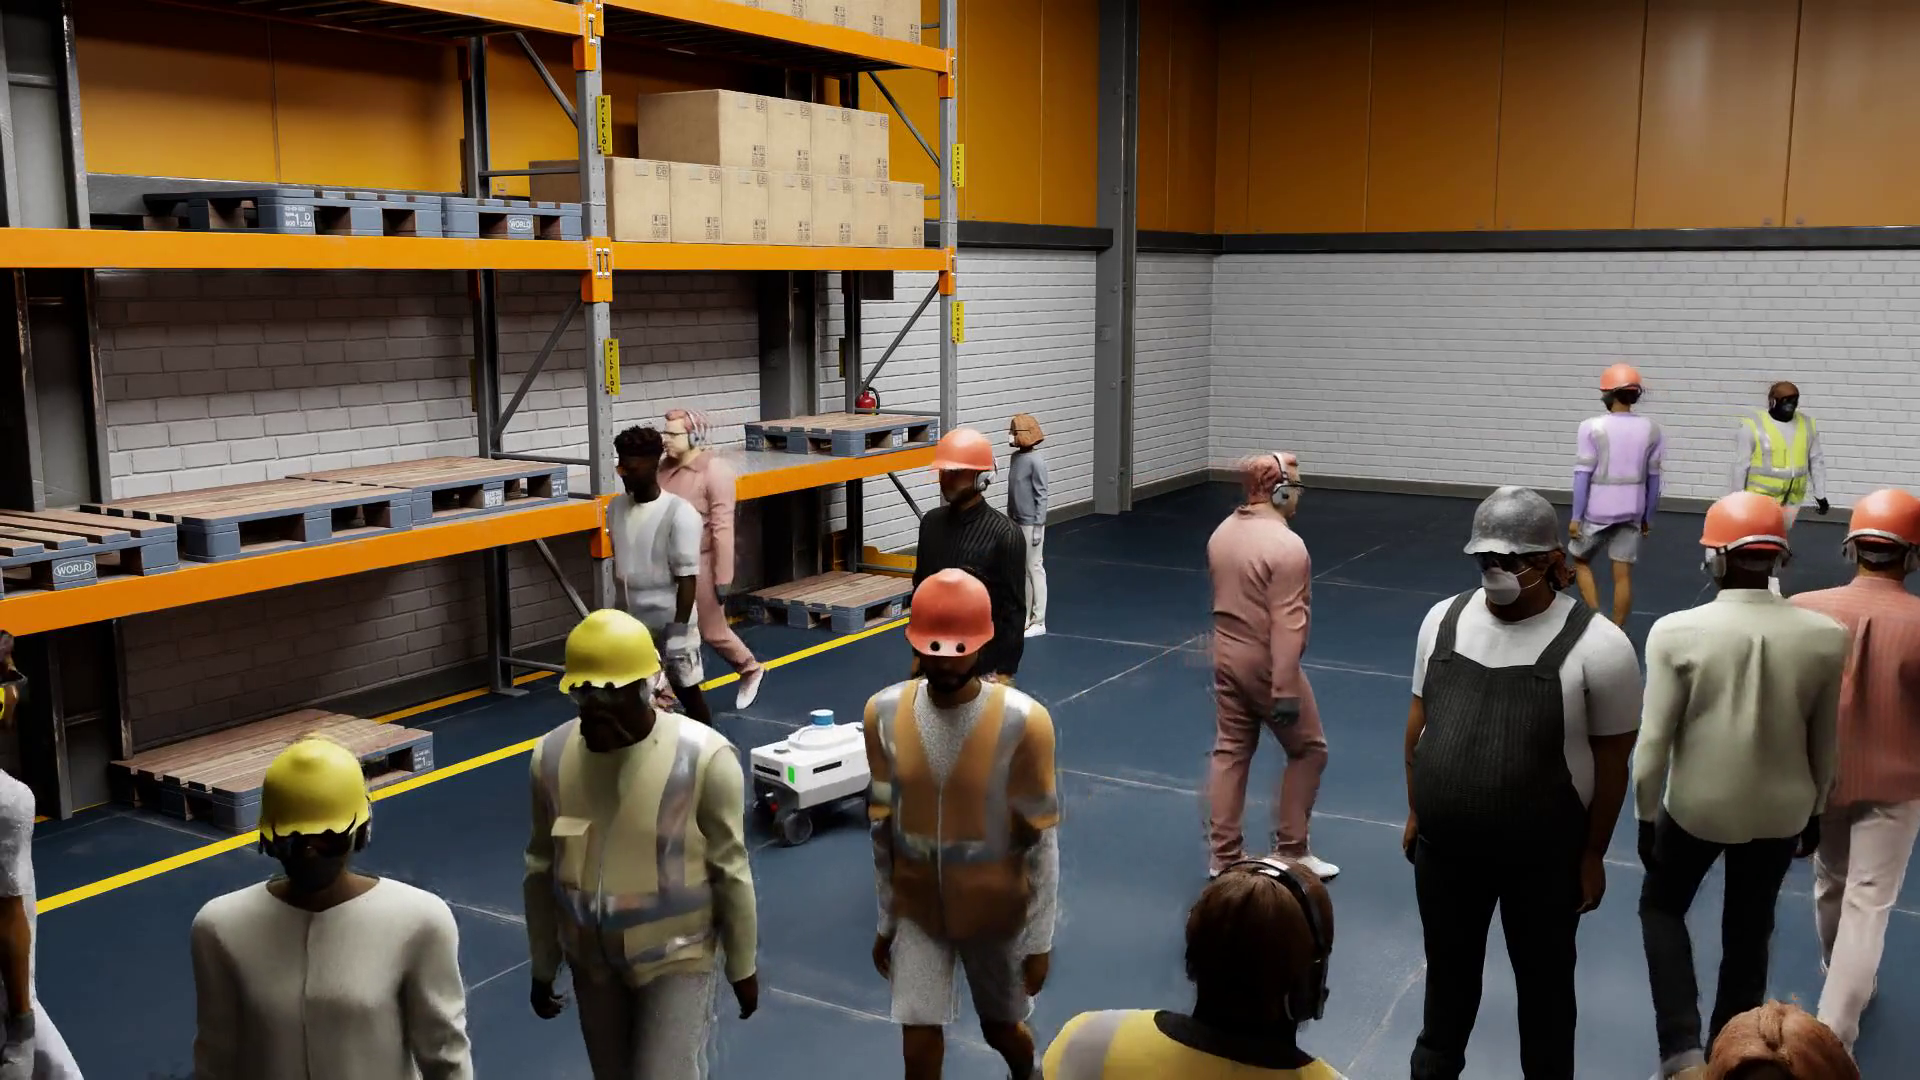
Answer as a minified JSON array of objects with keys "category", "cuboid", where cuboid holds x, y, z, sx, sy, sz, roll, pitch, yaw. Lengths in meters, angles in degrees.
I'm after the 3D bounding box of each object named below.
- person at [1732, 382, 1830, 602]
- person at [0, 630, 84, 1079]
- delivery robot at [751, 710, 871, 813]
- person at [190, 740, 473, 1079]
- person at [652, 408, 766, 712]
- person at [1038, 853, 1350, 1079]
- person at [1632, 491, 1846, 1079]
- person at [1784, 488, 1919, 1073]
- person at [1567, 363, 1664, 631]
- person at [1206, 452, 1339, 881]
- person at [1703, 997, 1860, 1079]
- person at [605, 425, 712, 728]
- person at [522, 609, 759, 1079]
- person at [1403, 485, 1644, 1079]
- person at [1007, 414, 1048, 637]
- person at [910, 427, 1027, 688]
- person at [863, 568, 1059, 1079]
[{"category":"person","cuboid":[6.455,-0.328,13.026,0.648,1.799,0.927,-1,9,-6]},{"category":"person","cuboid":[-2.381,1.097,4.080,0.513,1.820,0.980,2,9,15]},{"category":"delivery robot","cuboid":[-0.655,1.057,7.956,0.477,0.478,0.707,9,13,43]},{"category":"person","cuboid":[-1.246,1.264,3.253,0.557,1.745,0.706,-1,9,-8]},{"category":"person","cuboid":[-1.543,0.152,9.804,0.650,1.880,0.862,6,11,35]},{"category":"person","cuboid":[0.379,1.355,2.546,0.626,1.791,0.986,5,10,27]},{"category":"person","cuboid":[2.413,0.832,5.205,0.631,1.976,0.432,1,9,8]},{"category":"person","cuboid":[3.038,0.797,5.571,0.657,1.944,1.022,8,12,41]},{"category":"person","cuboid":[4.503,-0.203,11.509,0.635,2.030,0.449,-1,9,-5]},{"category":"person","cuboid":[1.391,0.558,7.201,0.688,1.883,0.681,-4,10,-23]},{"category":"person","cuboid":[1.246,1.441,2.606,0.485,1.591,0.833,7,12,38]},{"category":"person","cuboid":[-1.542,0.394,8.154,0.628,1.910,0.990,6,11,33]},{"category":"person","cuboid":[-0.834,1.063,4.285,0.610,1.813,0.429,3,10,18]},{"category":"person","cuboid":[1.597,0.848,4.930,0.682,2.000,0.537,8,12,41]},{"category":"person","cuboid":[0.477,-0.109,12.165,0.285,1.634,0.499,-4,10,-22]},{"category":"person","cuboid":[0.015,0.509,7.182,0.611,1.997,0.375,8,12,41]},{"category":"person","cuboid":[0.025,0.976,4.608,0.553,1.895,0.942,3,10,18]}]
